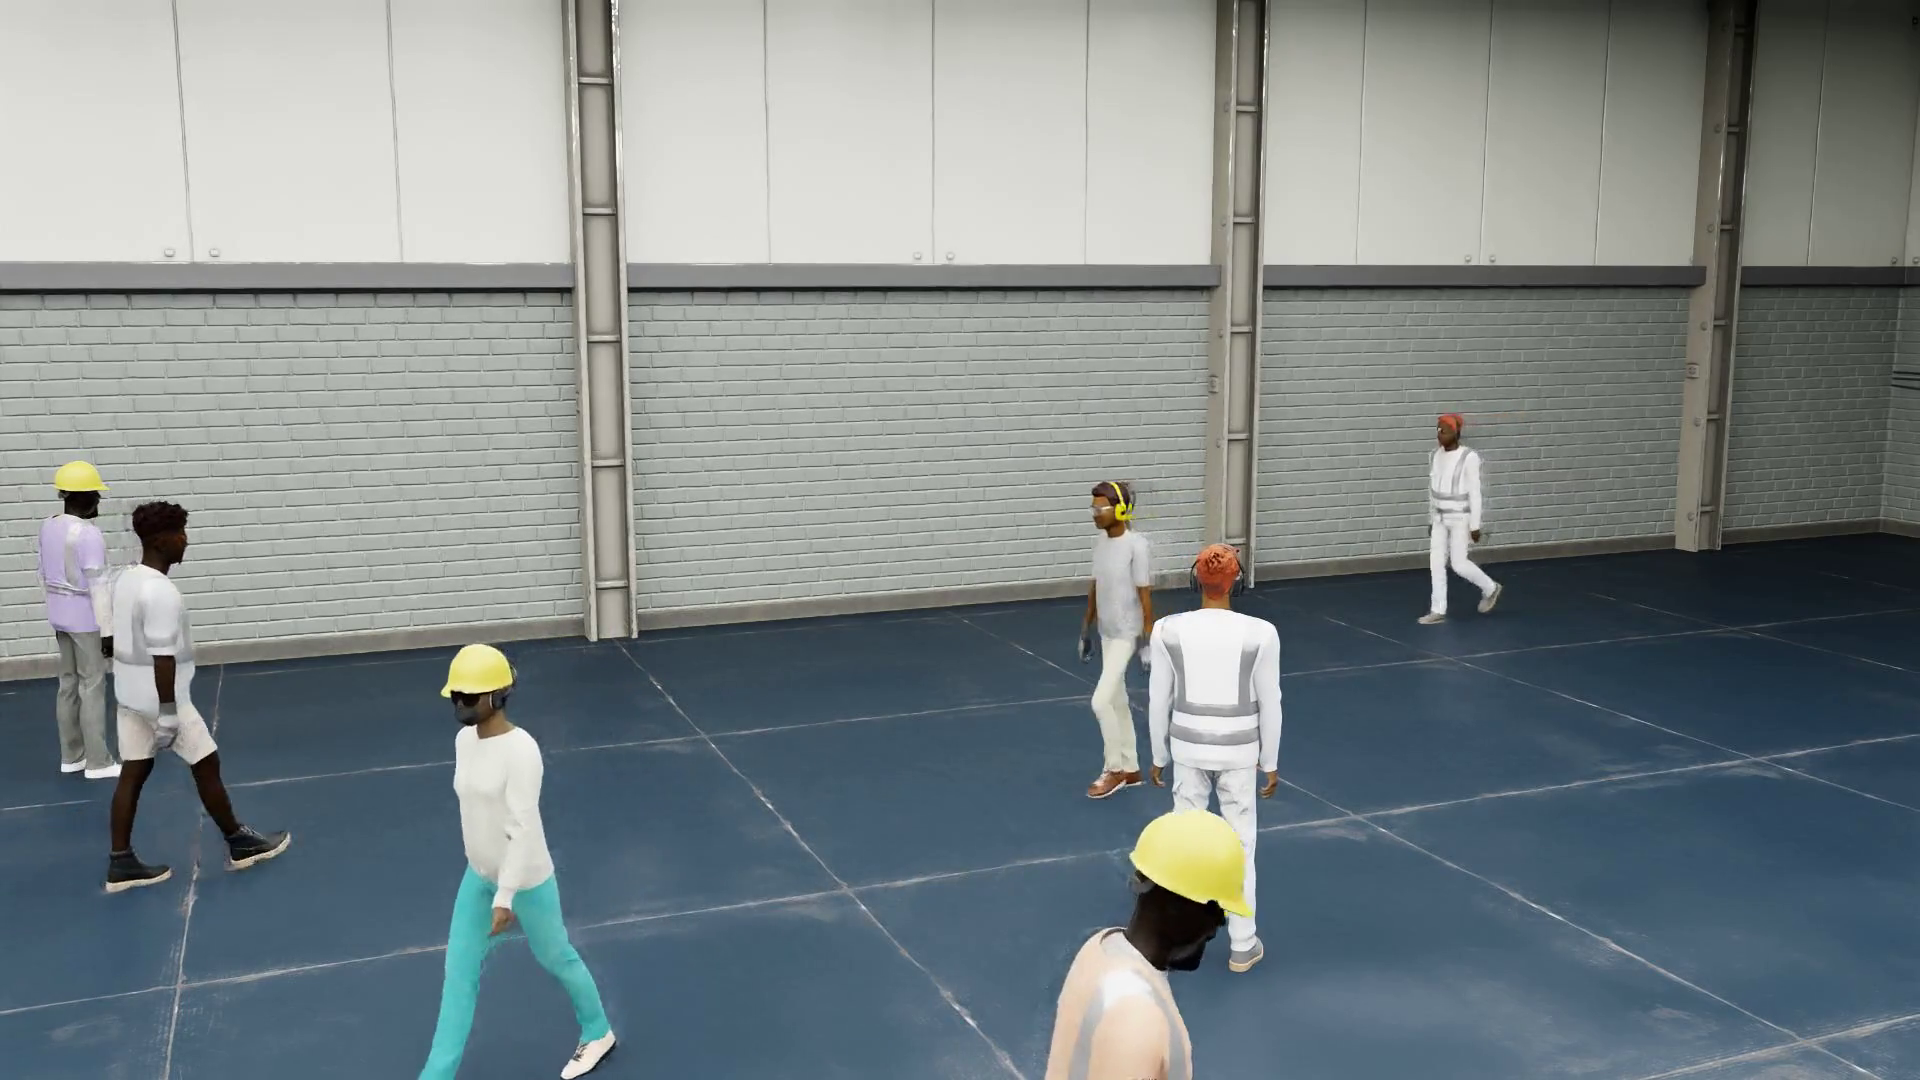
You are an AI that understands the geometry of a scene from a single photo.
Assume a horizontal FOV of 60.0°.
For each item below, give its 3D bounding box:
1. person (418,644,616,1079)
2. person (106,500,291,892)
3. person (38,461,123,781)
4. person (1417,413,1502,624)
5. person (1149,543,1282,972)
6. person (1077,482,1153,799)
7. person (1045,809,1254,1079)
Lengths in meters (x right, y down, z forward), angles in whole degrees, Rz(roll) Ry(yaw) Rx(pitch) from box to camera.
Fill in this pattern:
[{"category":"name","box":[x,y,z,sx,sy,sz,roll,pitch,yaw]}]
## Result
[{"category":"person","box":[-1.670,1.221,6.074,0.538,1.719,0.933,7,12,38]},{"category":"person","box":[-3.892,0.750,8.336,0.635,1.921,0.940,9,12,43]},{"category":"person","box":[-5.277,0.483,10.037,0.593,1.924,0.380,6,11,33]},{"category":"person","box":[4.366,-0.185,14.471,0.700,1.864,0.589,-4,10,-25]},{"category":"person","box":[1.111,0.948,7.259,0.572,1.883,0.356,2,9,15]},{"category":"person","box":[0.851,0.581,9.669,0.622,1.846,0.572,-5,10,-27]},{"category":"person","box":[0.439,1.525,3.684,0.854,1.865,0.639,0,9,-3]}]
